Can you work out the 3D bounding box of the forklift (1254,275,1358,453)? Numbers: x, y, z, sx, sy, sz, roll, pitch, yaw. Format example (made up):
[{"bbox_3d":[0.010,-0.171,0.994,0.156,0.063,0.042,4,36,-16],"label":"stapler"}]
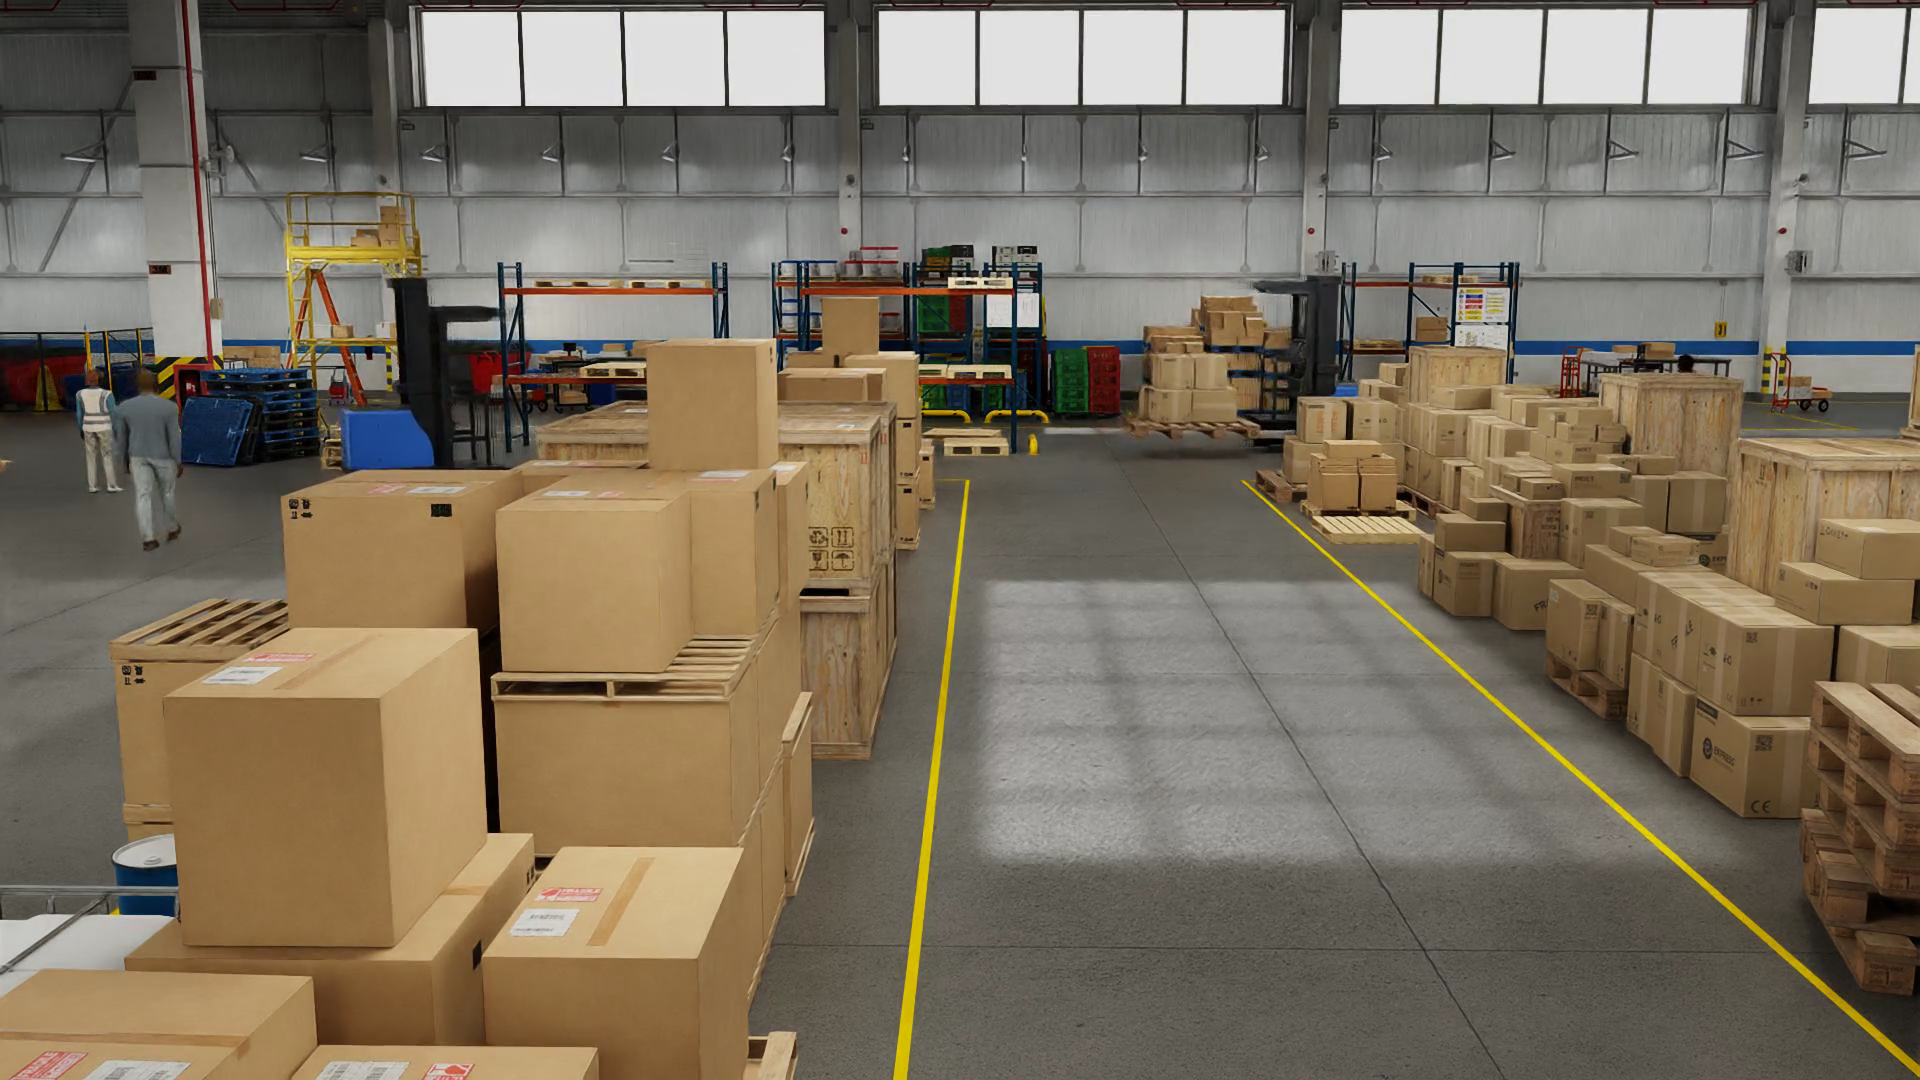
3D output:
[{"bbox_3d":[5.770,-2.821,26.530,1.873,2.768,1.129,0,9,-2],"label":"forklift"}]

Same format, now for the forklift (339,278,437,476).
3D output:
[{"bbox_3d":[-7.375,-2.139,22.445,1.873,2.768,1.129,-5,11,-27],"label":"forklift"}]

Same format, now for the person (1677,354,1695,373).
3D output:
[{"bbox_3d":[9.227,-1.429,21.239,0.610,1.875,1.011,-2,10,-9],"label":"person"}]

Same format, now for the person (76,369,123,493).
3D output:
[{"bbox_3d":[-11.347,-1.429,21.905,0.523,1.638,0.310,0,9,0],"label":"person"}]

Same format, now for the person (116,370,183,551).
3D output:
[{"bbox_3d":[-8.646,-0.869,17.812,0.653,1.882,1.000,-2,10,-13],"label":"person"}]
